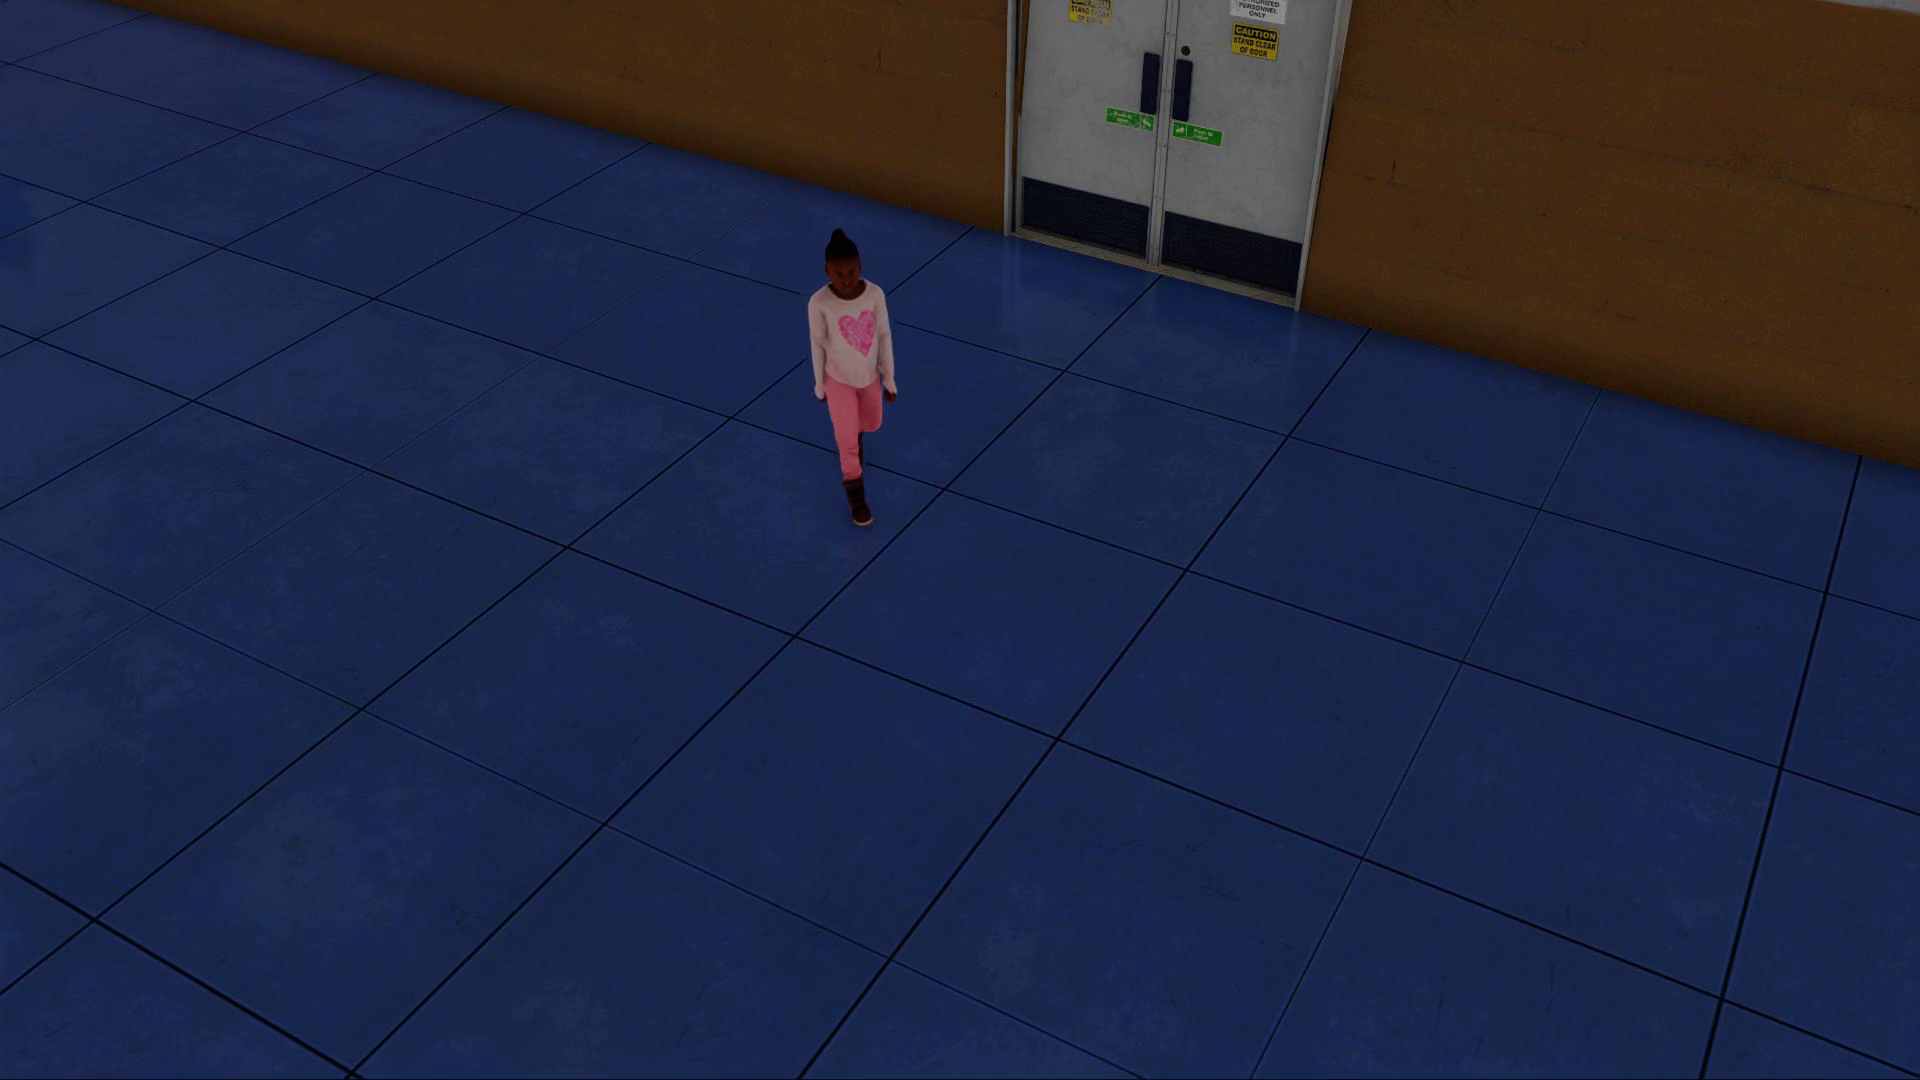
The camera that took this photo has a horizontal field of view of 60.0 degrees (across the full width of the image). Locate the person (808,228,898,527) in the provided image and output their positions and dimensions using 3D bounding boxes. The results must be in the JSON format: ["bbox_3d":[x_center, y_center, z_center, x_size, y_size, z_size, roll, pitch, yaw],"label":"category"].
[{"bbox_3d":[-0.525,-0.836,8.015,0.935,1.430,0.950,-12,39,-16],"label":"person"}]
